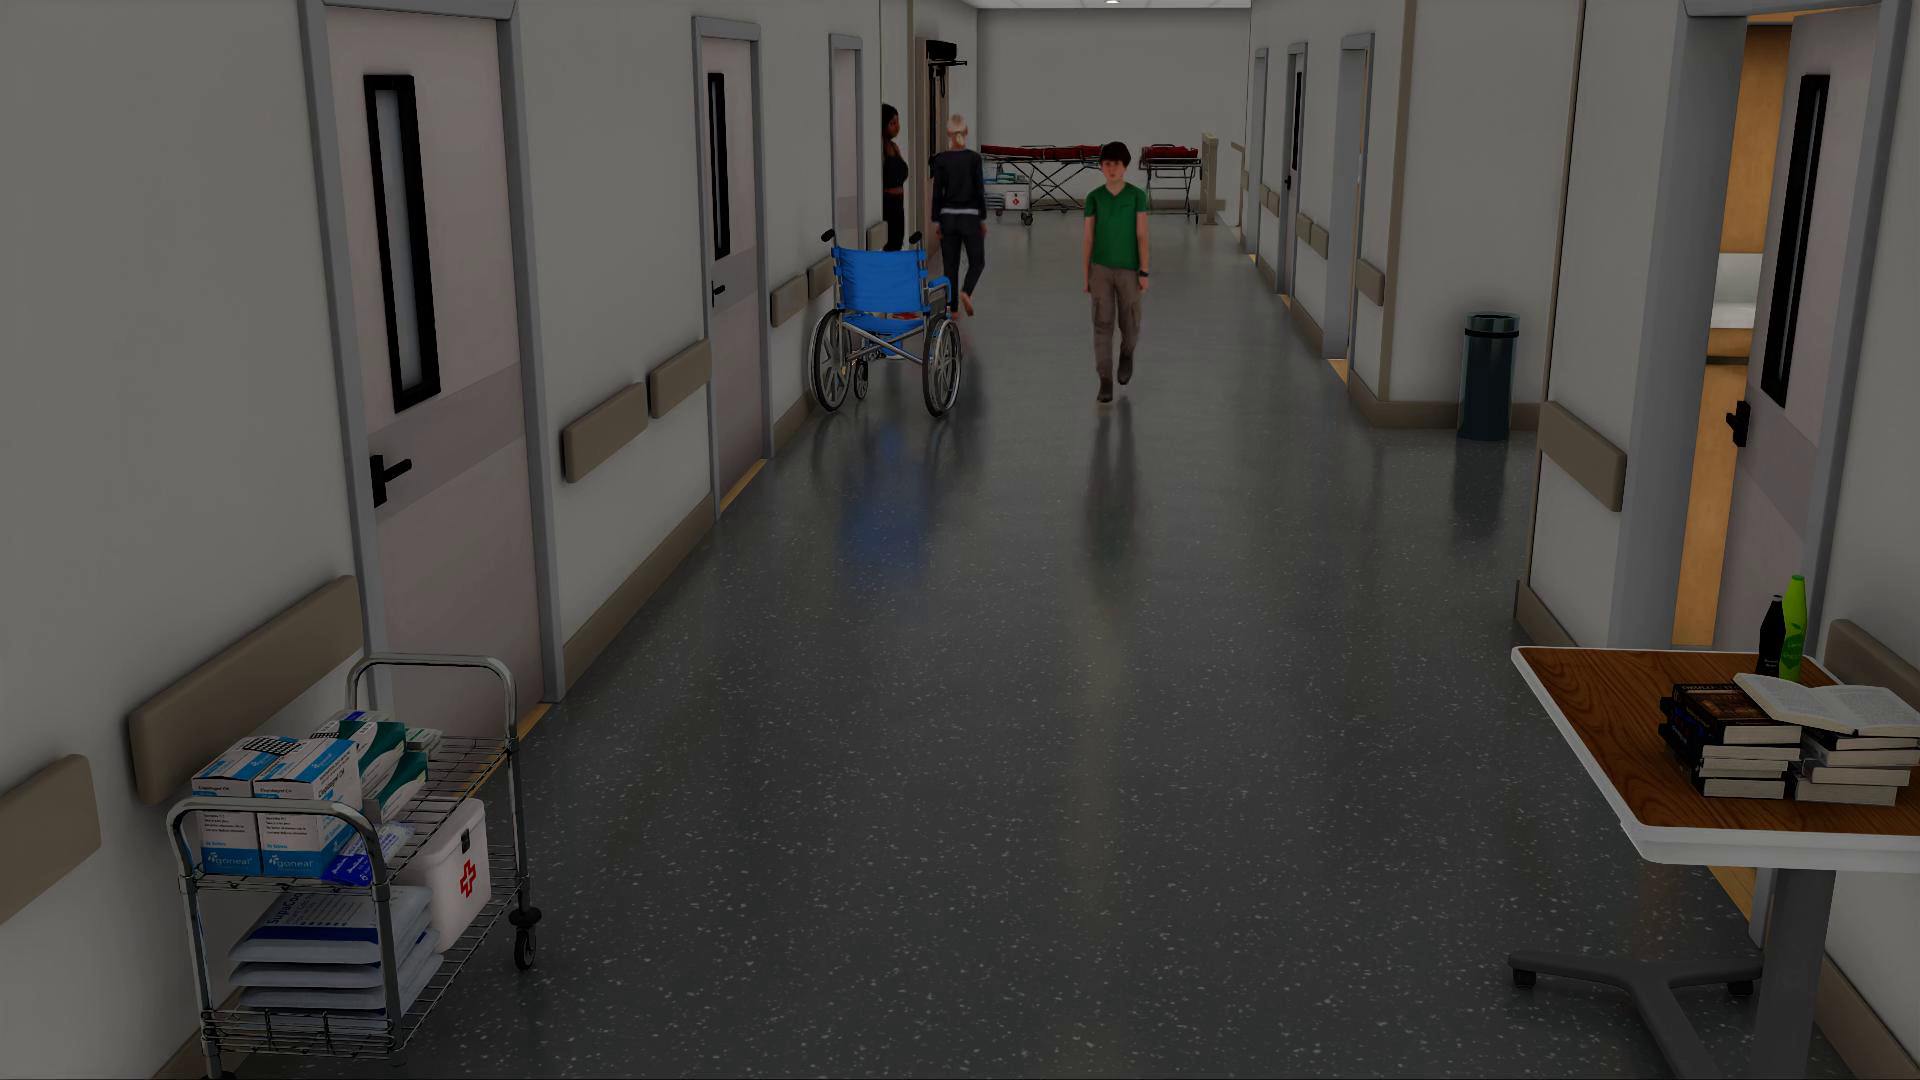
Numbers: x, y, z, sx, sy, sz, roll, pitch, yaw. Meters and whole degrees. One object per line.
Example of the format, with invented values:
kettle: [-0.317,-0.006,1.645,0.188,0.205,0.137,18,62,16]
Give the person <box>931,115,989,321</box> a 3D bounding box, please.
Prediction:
person: [-0.002,-2.707,14.065,0.669,1.715,0.761,2,16,8]

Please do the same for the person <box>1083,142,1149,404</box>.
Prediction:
person: [1.017,-1.722,10.725,0.654,1.631,1.042,3,16,12]
